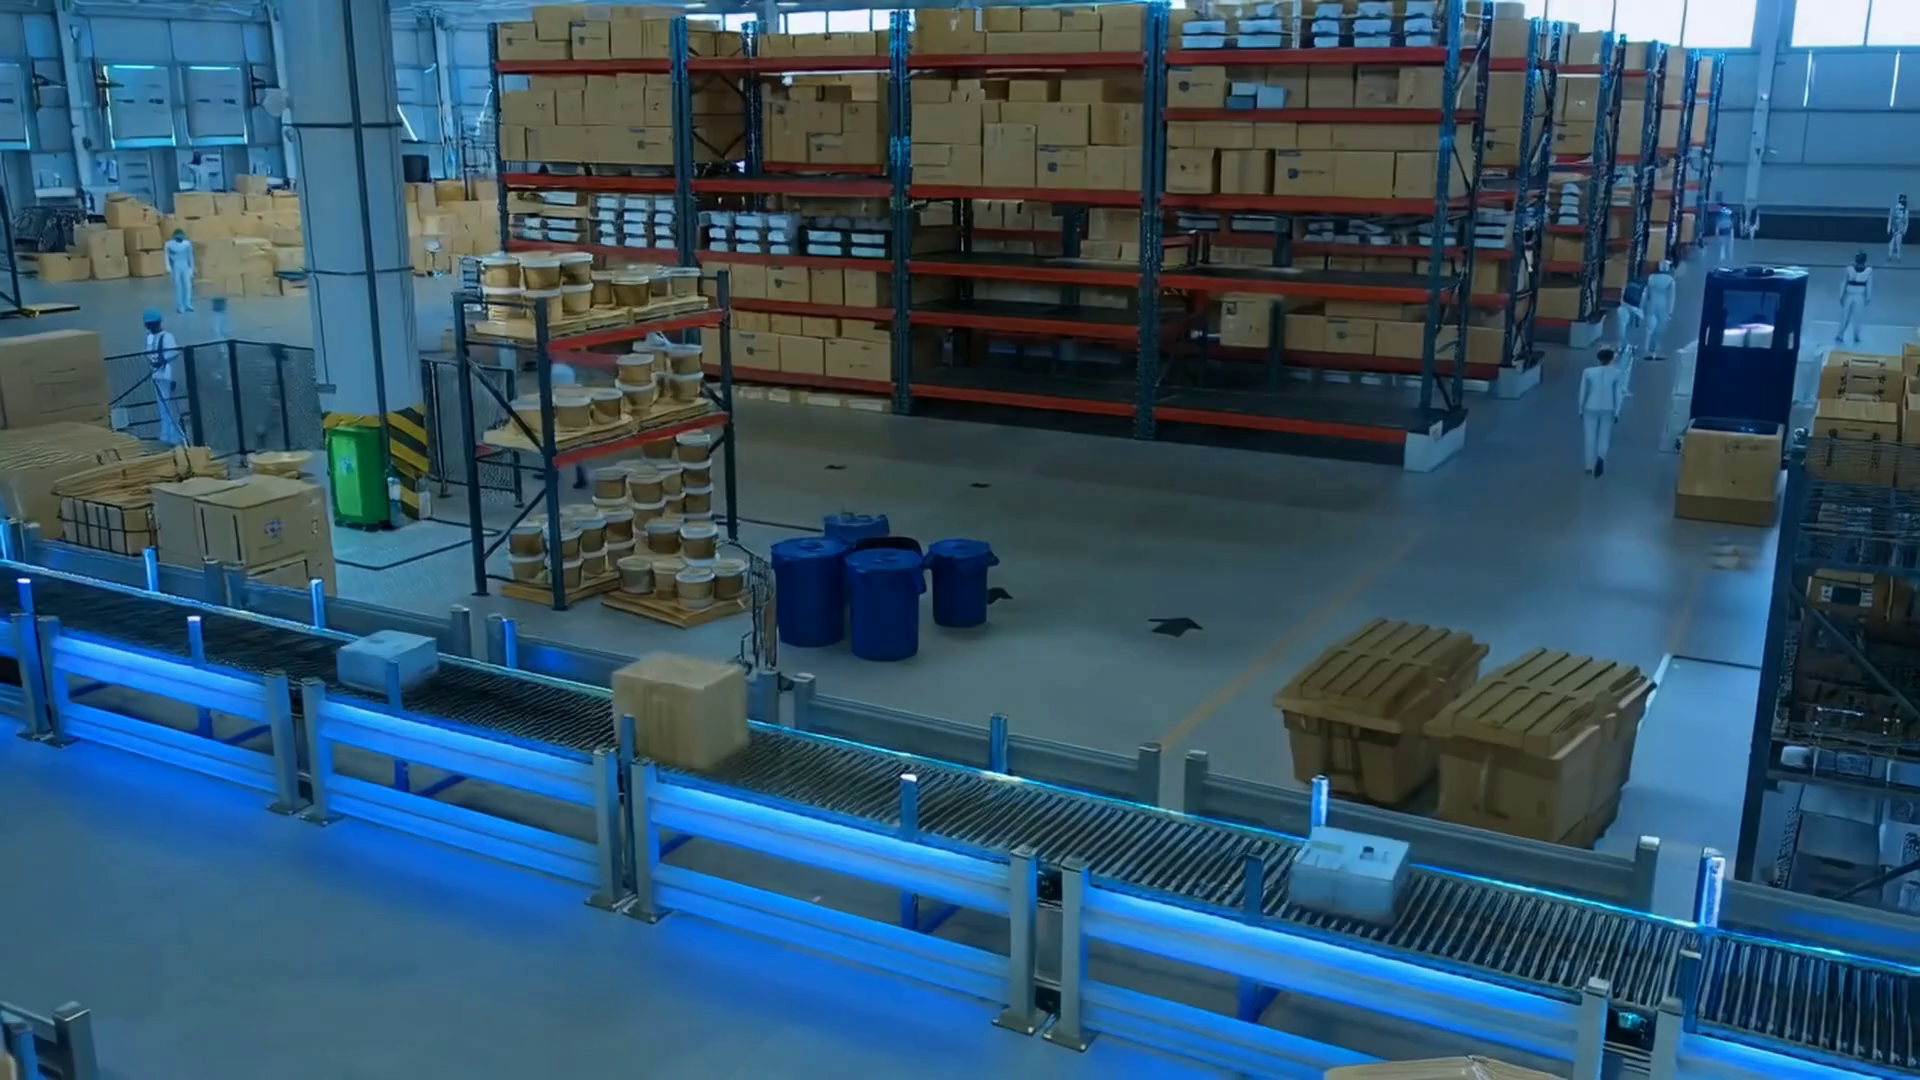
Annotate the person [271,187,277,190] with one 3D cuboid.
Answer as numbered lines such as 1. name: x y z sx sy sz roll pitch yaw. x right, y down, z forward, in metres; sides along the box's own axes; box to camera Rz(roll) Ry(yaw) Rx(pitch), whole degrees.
1. person: -24.918 -11.964 60.385 0.711 1.670 0.535 -12 19 -39

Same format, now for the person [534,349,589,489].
1. person: -5.068 -1.596 21.021 1.009 1.893 0.547 8 17 27

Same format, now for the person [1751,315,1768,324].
1. person: 12.012 -2.579 25.129 0.855 1.646 0.556 -10 18 -32

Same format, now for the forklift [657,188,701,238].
1. forklift: -8.431 -9.380 48.361 1.873 2.768 1.129 8 17 28

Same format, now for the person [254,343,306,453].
1. person: -9.366 -1.928 22.829 0.856 1.585 0.509 1 15 2

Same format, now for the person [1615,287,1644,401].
1. person: 10.906 -3.200 27.121 0.429 1.844 0.624 13 19 40

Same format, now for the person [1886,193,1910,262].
1. person: 28.281 -9.425 50.134 0.375 2.044 0.604 -11 18 -34

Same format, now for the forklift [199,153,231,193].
1. forklift: -27.440 -12.865 61.464 1.873 2.768 1.129 8 17 28

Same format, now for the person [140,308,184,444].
1. person: -11.388 -2.332 23.672 0.553 1.935 0.365 9 17 30

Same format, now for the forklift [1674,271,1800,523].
1. forklift: 9.269 -1.763 19.726 1.129 2.768 1.873 8 17 27

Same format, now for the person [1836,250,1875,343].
1. person: 18.050 -4.907 33.522 0.565 1.850 0.390 11 18 35

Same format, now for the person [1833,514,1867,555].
1. person: 8.348 -0.081 15.506 0.928 1.787 0.610 7 16 23

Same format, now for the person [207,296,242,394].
1. person: -12.283 -3.224 27.611 0.445 1.630 0.514 -4 15 -14

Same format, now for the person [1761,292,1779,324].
1. person: 14.653 -3.911 30.190 0.276 1.633 0.507 13 20 41

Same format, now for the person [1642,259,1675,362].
1. person: 13.112 -4.297 31.144 0.398 1.899 0.649 -6 16 -23

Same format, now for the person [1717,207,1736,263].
1. person: 22.834 -9.095 49.591 0.556 1.669 0.376 14 21 43

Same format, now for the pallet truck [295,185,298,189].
1. pallet truck: -26.804 -14.617 69.738 1.885 1.965 0.823 -14 20 -42

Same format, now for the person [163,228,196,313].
1. person: -17.905 -6.197 38.212 0.627 1.934 0.370 -13 20 -41

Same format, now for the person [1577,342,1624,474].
1. person: 8.306 -1.684 21.616 0.540 1.749 0.531 6 16 21
